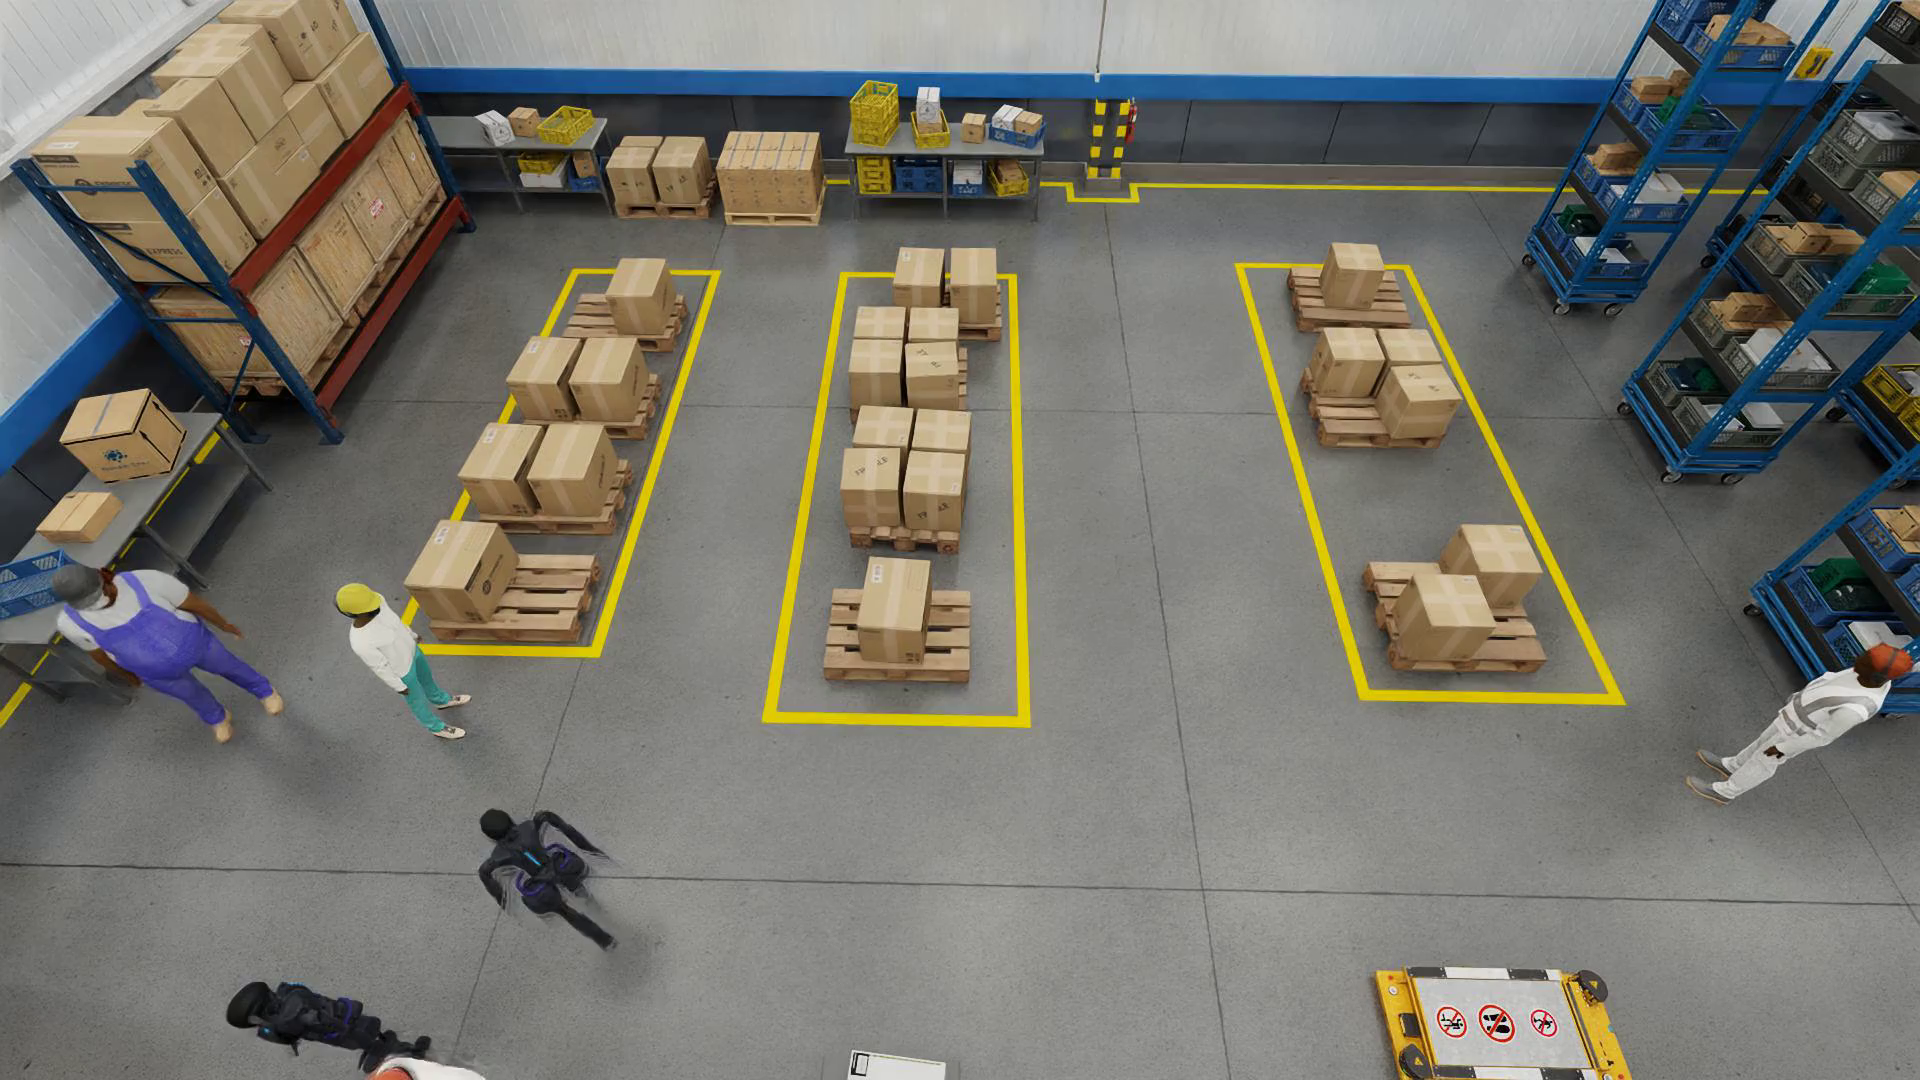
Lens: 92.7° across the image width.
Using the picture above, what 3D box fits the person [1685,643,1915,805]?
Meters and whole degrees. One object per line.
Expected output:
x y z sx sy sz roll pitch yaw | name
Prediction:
5.840 1.294 6.390 0.357 1.882 0.572 37 60 26 | person

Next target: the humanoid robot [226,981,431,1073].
-3.619 2.825 5.270 0.595 1.651 0.323 6 51 5 | humanoid robot

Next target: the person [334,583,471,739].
-4.113 0.883 6.800 0.327 1.765 0.532 -8 51 -6 | person

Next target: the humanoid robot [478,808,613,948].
-2.676 2.111 5.879 0.760 1.627 0.616 28 56 21 | humanoid robot

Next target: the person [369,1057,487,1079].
-2.649 3.148 4.822 0.607 1.961 0.703 13 52 10 | person

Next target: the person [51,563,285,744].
-5.757 0.800 6.691 0.739 2.000 0.536 -37 60 -26 | person

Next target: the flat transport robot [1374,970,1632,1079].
3.501 3.133 5.914 1.431 0.197 0.652 1 51 1 | flat transport robot
